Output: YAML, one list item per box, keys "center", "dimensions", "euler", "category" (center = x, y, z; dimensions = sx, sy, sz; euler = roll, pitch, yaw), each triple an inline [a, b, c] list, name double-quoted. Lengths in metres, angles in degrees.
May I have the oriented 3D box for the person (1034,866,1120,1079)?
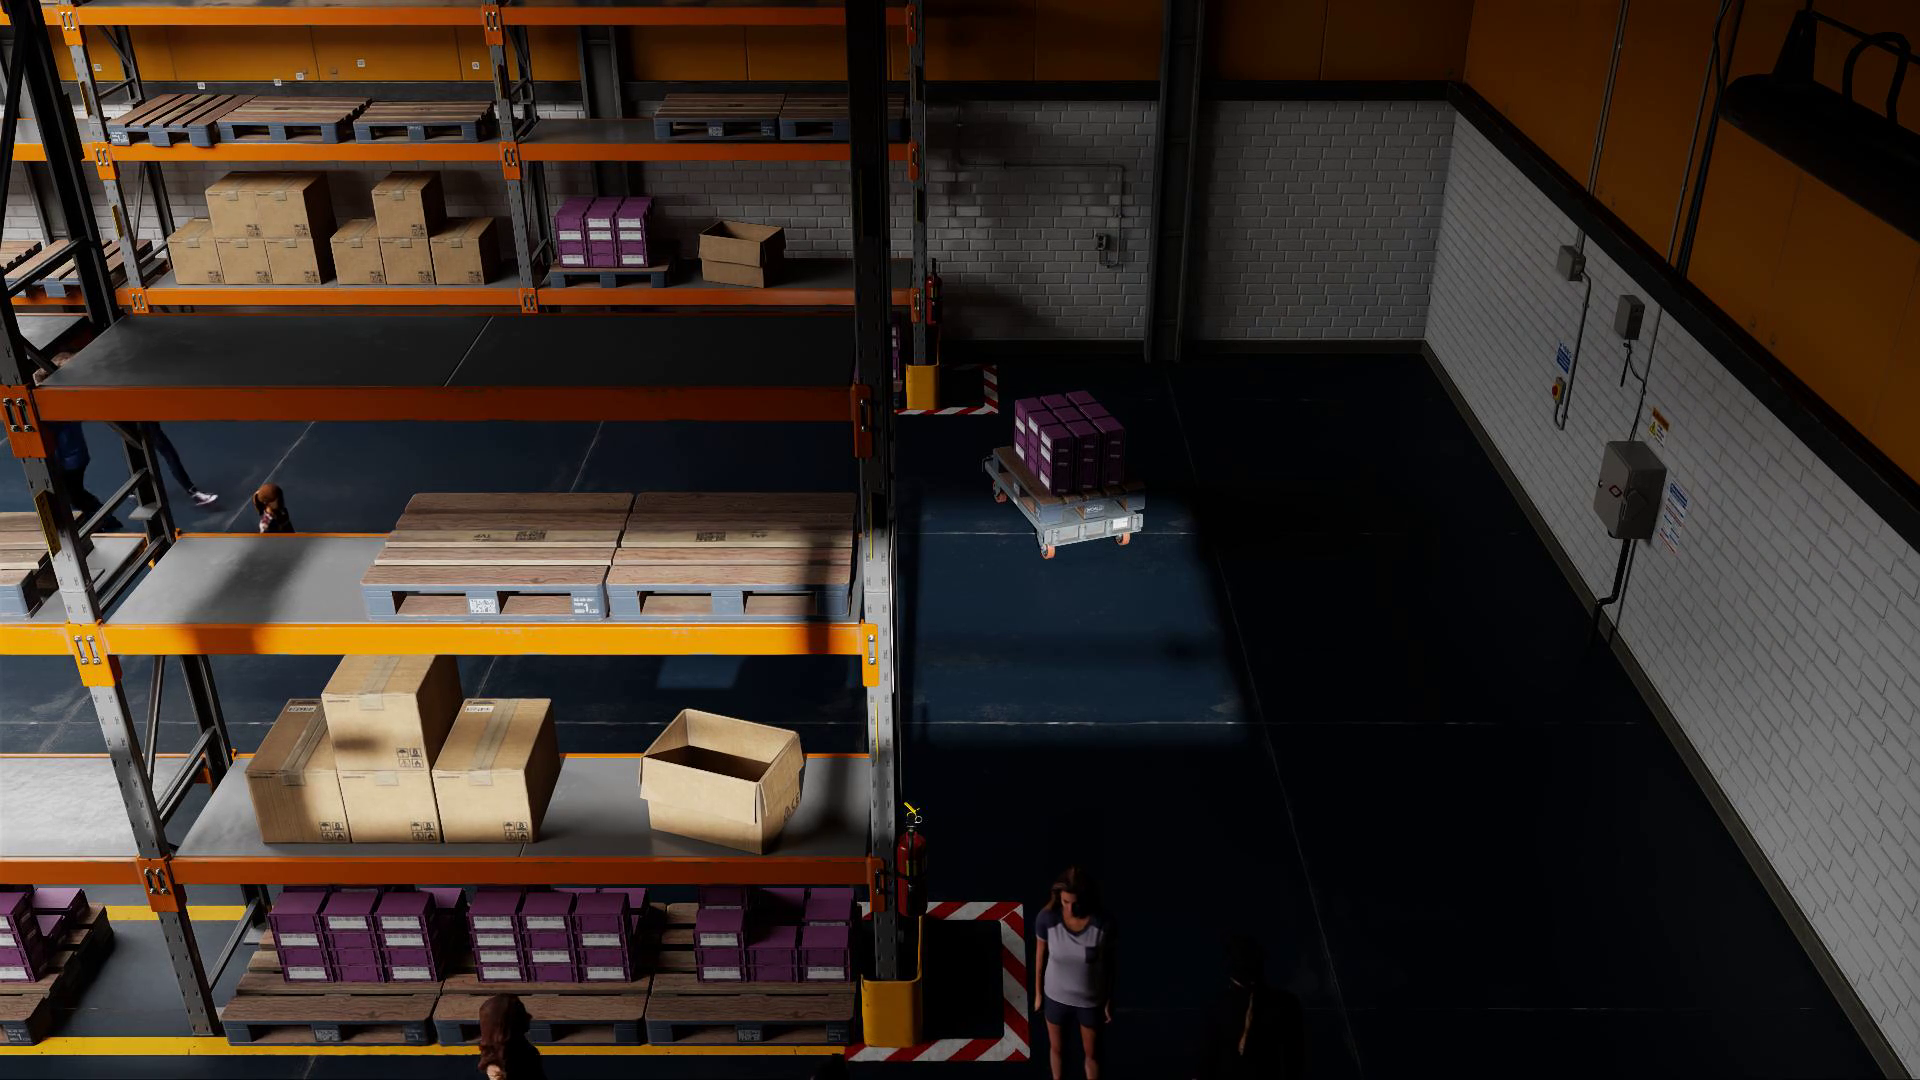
- center: [0.619, 2.395, 8.819]
  dimensions: [0.543, 1.725, 0.699]
  euler: [6, 29, 11]
  category: "person"

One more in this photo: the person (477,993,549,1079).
- center: [-2.206, 2.858, 7.989]
  dimensions: [1.228, 1.707, 0.851]
  euler: [-9, 30, -16]
  category: "person"

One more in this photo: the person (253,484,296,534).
- center: [-5.472, 0.134, 13.404]
  dimensions: [0.509, 1.303, 0.535]
  euler: [2, 29, 5]
  category: "person"

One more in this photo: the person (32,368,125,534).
- center: [-7.626, -0.700, 14.411]
  dimensions: [0.713, 1.803, 0.697]
  euler: [-3, 29, -5]
  category: "person"

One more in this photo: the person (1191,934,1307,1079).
- center: [1.417, 2.793, 8.208]
  dimensions: [1.024, 1.612, 0.795]
  euler: [2, 29, 3]
  category: "person"
